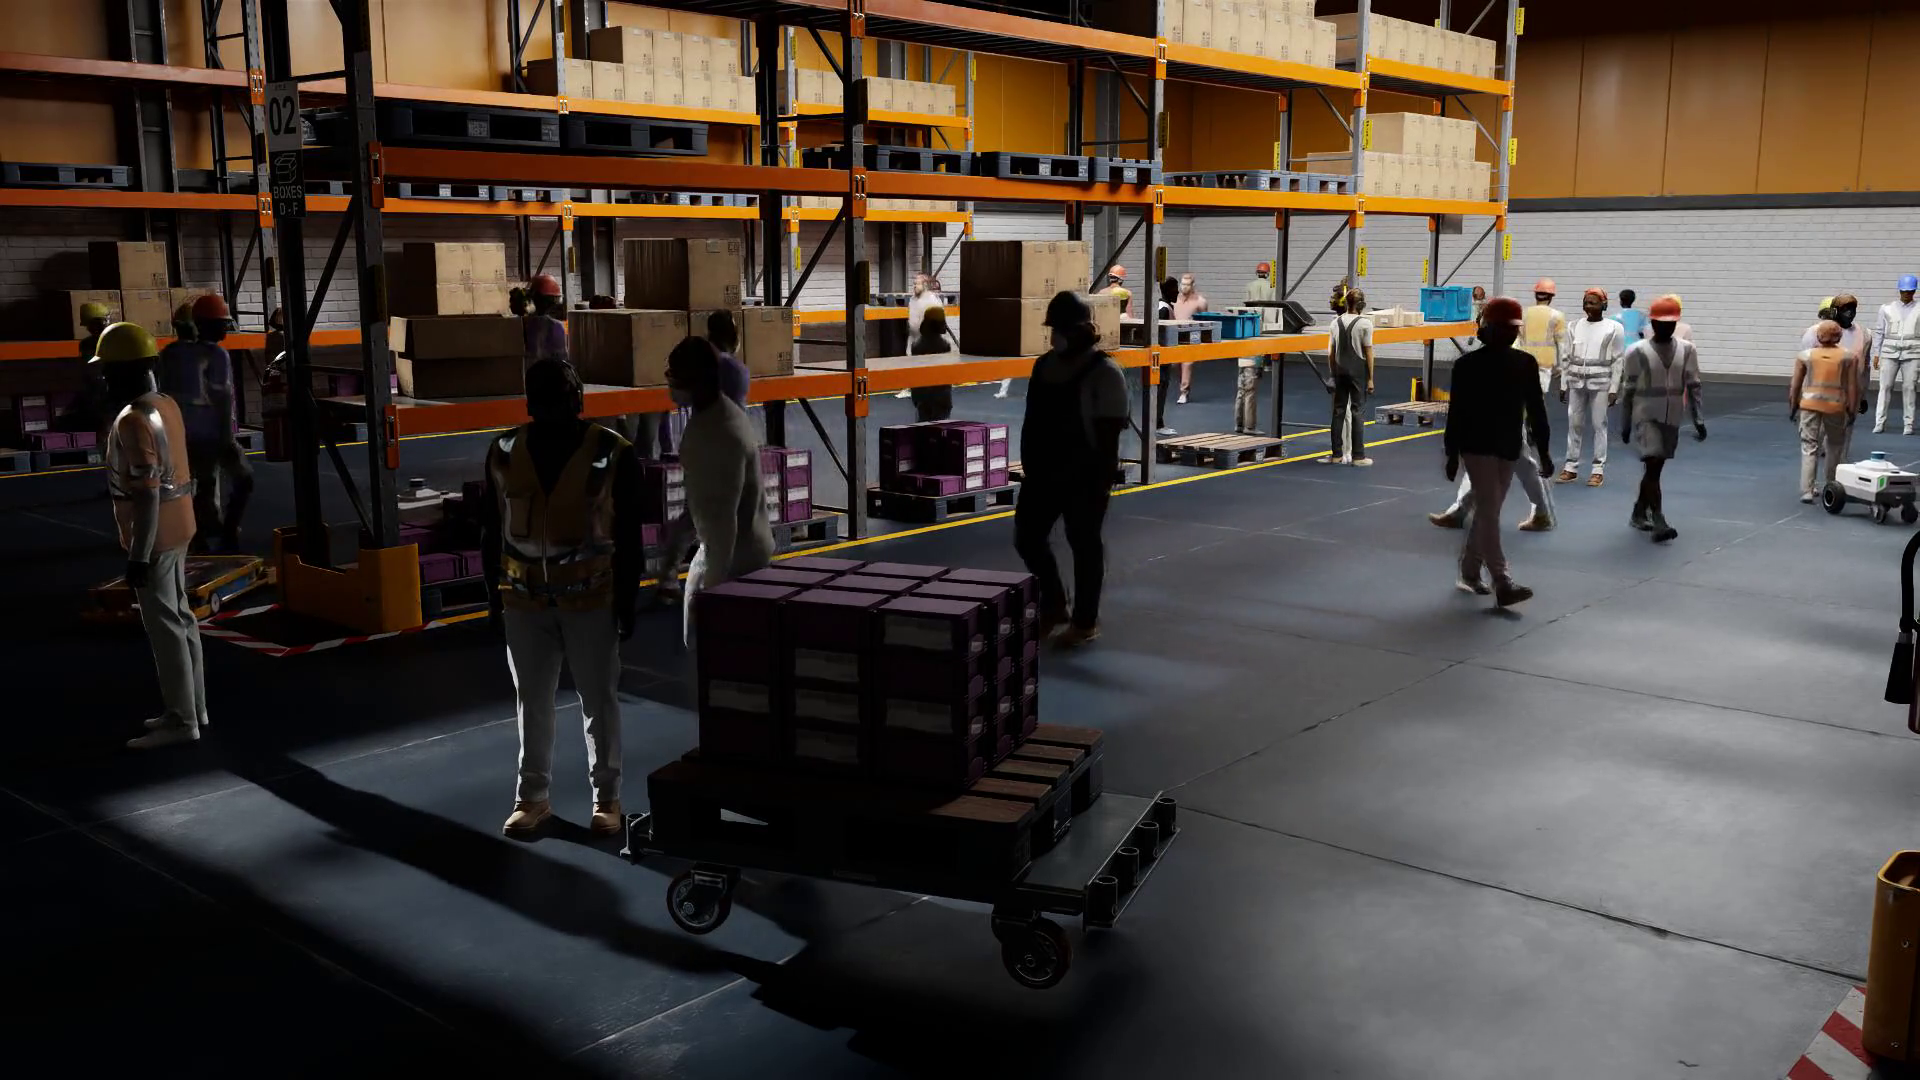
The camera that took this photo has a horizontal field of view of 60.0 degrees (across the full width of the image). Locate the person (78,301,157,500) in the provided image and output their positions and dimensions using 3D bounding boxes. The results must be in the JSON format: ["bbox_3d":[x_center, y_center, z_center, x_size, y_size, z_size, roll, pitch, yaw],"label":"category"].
[{"bbox_3d":[-7.471,-1.232,14.874,0.714,1.796,0.406,-1,10,-4],"label":"person"}]

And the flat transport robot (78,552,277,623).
[{"bbox_3d":[-4.897,0.287,10.507,0.652,0.197,1.431,0,10,-1],"label":"flat transport robot"}]

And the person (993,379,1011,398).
[{"bbox_3d":[0.899,-2.960,25.243,0.846,1.590,0.512,-8,13,-40],"label":"person"}]

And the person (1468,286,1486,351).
[{"bbox_3d":[8.401,-3.295,27.018,0.313,1.637,0.513,8,12,37],"label":"person"}]

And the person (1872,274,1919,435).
[{"bbox_3d":[11.406,-2.242,20.168,0.611,1.938,0.413,6,12,32],"label":"person"}]

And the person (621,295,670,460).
[{"bbox_3d":[-2.785,-1.228,14.391,0.371,1.940,0.627,9,14,42],"label":"person"}]

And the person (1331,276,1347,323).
[{"bbox_3d":[5.748,-3.038,24.953,0.388,1.847,0.563,-1,10,-3],"label":"person"}]

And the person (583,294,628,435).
[{"bbox_3d":[-2.877,-1.031,13.427,0.362,1.883,0.576,-10,14,-44],"label":"person"}]

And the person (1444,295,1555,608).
[{"bbox_3d":[3.459,-0.554,10.525,0.615,1.951,0.982,-4,11,-20],"label":"person"}]

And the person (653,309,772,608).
[{"bbox_3d":[-1.557,-0.514,10.519,0.635,1.885,1.033,8,13,39],"label":"person"}]

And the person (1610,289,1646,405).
[{"bbox_3d":[9.509,-2.723,23.644,0.535,1.679,0.671,-1,10,-7],"label":"person"}]

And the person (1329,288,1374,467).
[{"bbox_3d":[4.057,-1.676,17.219,0.506,1.843,0.346,9,14,43],"label":"person"}]

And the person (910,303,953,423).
[{"bbox_3d":[-0.311,-1.390,15.903,0.484,1.732,0.566,9,13,40],"label":"person"}]

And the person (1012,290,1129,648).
[{"bbox_3d":[0.598,-0.398,9.371,0.536,2.000,0.708,-9,13,-42],"label":"person"}]

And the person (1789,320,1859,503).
[{"bbox_3d":[7.713,-1.153,14.863,0.545,1.605,0.742,6,12,31],"label":"person"}]

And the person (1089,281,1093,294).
[{"bbox_3d":[2.074,-3.882,29.201,0.369,2.045,0.608,9,13,40],"label":"person"}]

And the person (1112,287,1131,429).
[{"bbox_3d":[1.998,-2.276,20.845,0.310,1.770,0.522,1,10,3],"label":"person"}]

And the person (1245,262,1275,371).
[{"bbox_3d":[5.539,-4.097,30.566,0.614,1.993,0.395,5,11,26],"label":"person"}]

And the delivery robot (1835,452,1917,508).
[{"bbox_3d":[7.639,-0.493,13.875,0.477,0.478,0.707,0,10,-2],"label":"delivery robot"}]

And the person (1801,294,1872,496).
[{"bbox_3d":[7.969,-1.311,15.133,0.626,1.846,0.429,0,10,-1],"label":"person"}]

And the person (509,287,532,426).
[{"bbox_3d":[-4.522,-1.674,17.168,0.390,1.856,0.564,-5,11,-26],"label":"person"}]

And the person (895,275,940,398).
[{"bbox_3d":[-0.538,-3.082,25.173,0.993,1.863,0.652,-9,14,-43],"label":"person"}]

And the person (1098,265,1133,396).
[{"bbox_3d":[2.353,-3.164,25.299,0.621,2.002,0.442,7,12,33],"label":"person"}]

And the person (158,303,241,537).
[{"bbox_3d":[-5.963,-0.936,13.031,0.598,1.830,0.404,5,11,28],"label":"person"}]

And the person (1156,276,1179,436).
[{"bbox_3d":[2.450,-2.224,20.119,0.371,1.916,0.597,1,10,4],"label":"person"}]

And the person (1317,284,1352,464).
[{"bbox_3d":[3.973,-1.734,17.449,0.317,1.876,0.531,6,11,29],"label":"person"}]

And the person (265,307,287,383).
[{"bbox_3d":[-7.264,-1.687,17.898,0.496,1.629,0.277,7,12,35],"label":"person"}]

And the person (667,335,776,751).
[{"bbox_3d":[-0.962,0.091,6.973,0.521,1.900,0.647,-4,11,-19],"label":"person"}]

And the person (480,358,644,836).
[{"bbox_3d":[-1.530,0.226,6.392,0.626,1.844,0.429,0,10,2],"label":"person"}]

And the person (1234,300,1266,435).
[{"bbox_3d":[3.540,-2.086,20.203,0.318,1.626,0.607,-3,10,-16],"label":"person"}]

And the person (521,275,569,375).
[{"bbox_3d":[-3.608,-1.337,14.798,0.626,2.004,0.903,8,13,39],"label":"person"}]

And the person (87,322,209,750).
[{"bbox_3d":[-3.670,-0.016,7.519,0.384,1.924,0.593,-2,10,-12],"label":"person"}]

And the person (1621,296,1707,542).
[{"bbox_3d":[5.468,-0.952,12.978,0.567,1.888,0.987,0,10,-1],"label":"person"}]

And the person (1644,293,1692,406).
[{"bbox_3d":[7.920,-1.888,18.662,0.544,1.758,0.526,1,10,8],"label":"person"}]

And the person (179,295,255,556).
[{"bbox_3d":[-5.214,-0.746,11.675,0.598,1.925,0.554,8,13,38],"label":"person"}]

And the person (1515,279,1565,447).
[{"bbox_3d":[6.683,-2.041,19.162,0.556,1.885,0.965,6,12,31],"label":"person"}]

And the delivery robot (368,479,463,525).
[{"bbox_3d":[-3.992,-0.208,12.255,0.477,0.478,0.707,6,12,29],"label":"delivery robot"}]

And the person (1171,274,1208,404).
[{"bbox_3d":[3.299,-2.955,24.373,0.646,1.884,0.798,5,11,28],"label":"person"}]

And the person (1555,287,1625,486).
[{"bbox_3d":[5.996,-1.456,15.851,0.575,1.883,0.355,9,13,41],"label":"person"}]

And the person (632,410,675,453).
[{"bbox_3d":[-3.178,-1.692,17.112,0.643,1.913,0.410,0,10,2],"label":"person"}]

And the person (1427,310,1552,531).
[{"bbox_3d":[4.310,-0.946,13.260,0.984,1.783,0.724,0,10,3],"label":"person"}]

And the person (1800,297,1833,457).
[{"bbox_3d":[9.424,-1.774,18.120,0.540,1.724,0.898,4,11,21],"label":"person"}]
